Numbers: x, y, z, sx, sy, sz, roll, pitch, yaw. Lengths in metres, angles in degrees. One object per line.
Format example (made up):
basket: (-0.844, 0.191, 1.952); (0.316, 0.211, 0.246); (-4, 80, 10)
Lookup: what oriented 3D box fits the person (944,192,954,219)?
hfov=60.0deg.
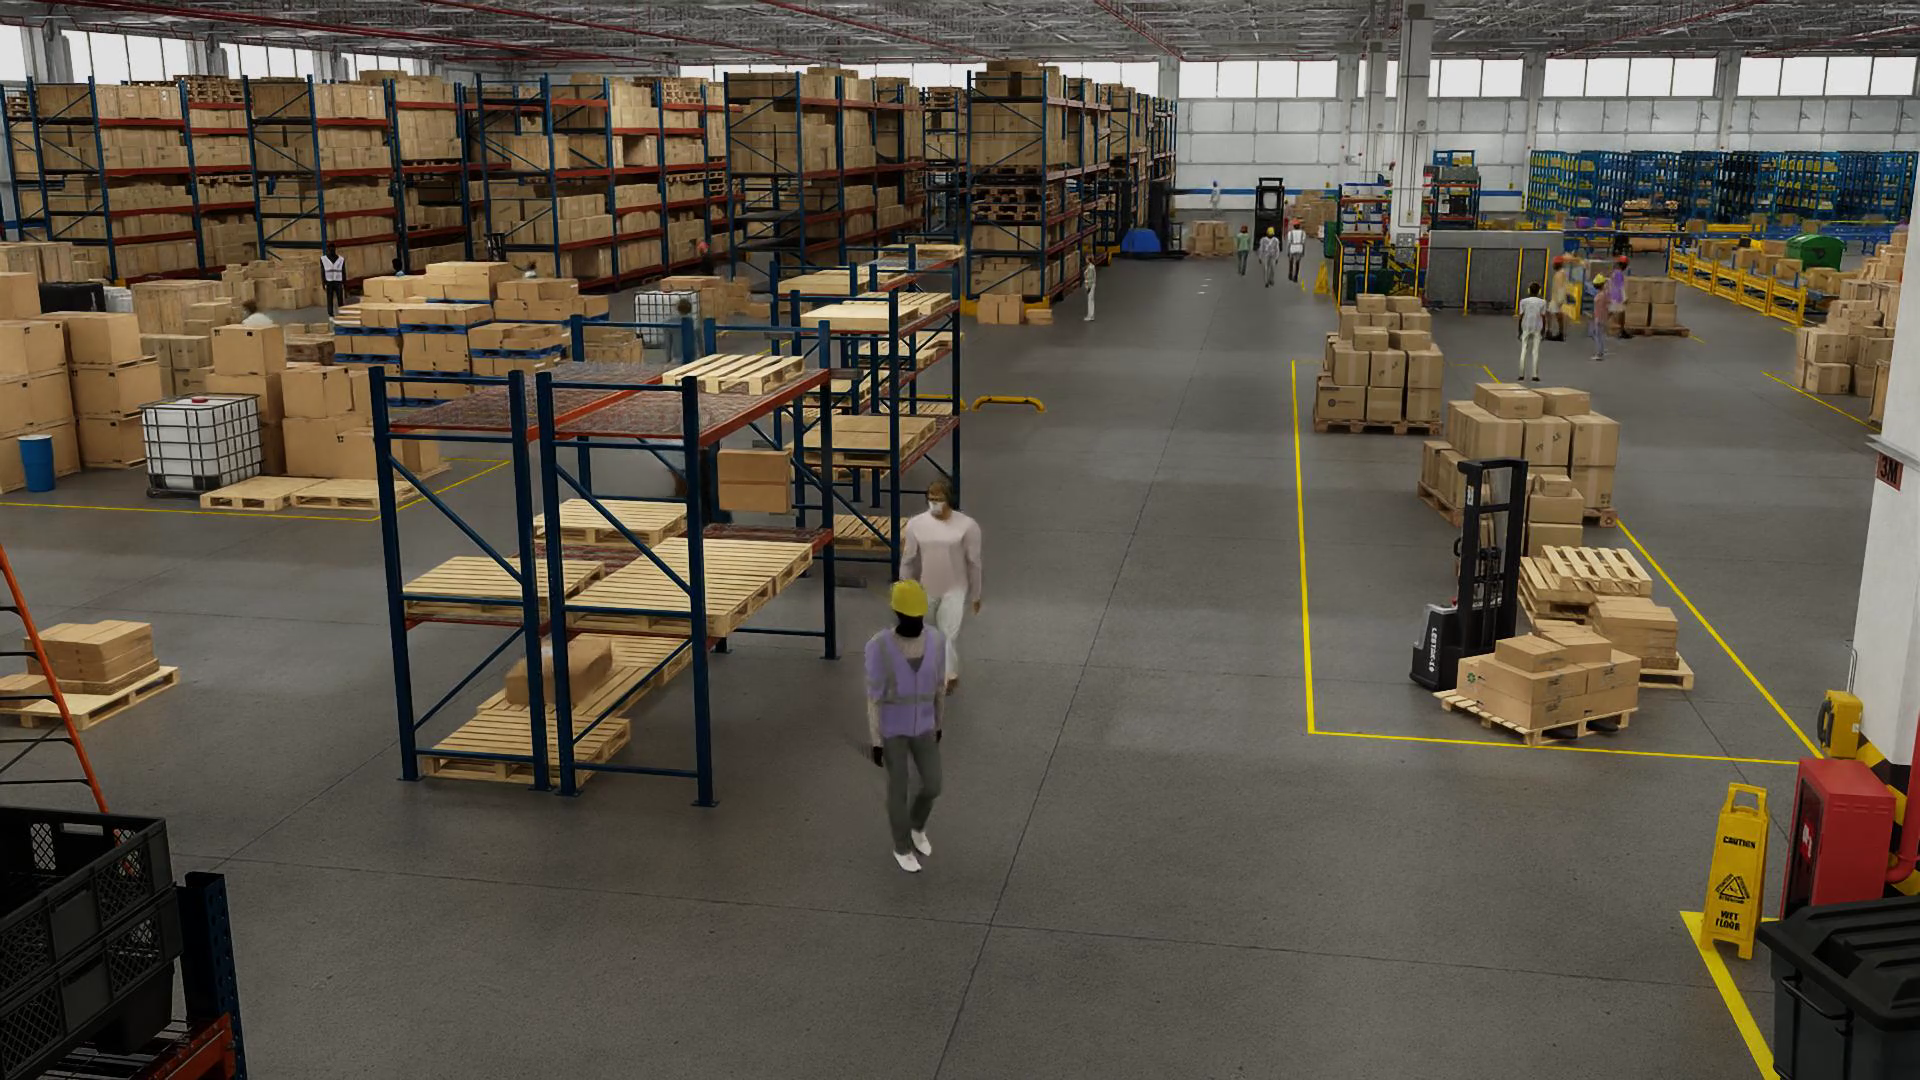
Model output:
person: (-0.587, -17.878, 88.112); (0.563, 1.748, 0.340); (2, 14, 9)

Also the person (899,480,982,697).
person: (-0.174, 0.446, 13.449); (0.654, 1.881, 1.035); (5, 15, 18)

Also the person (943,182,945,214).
person: (-0.765, -19.164, 93.247); (0.739, 1.800, 0.708); (11, 18, 37)

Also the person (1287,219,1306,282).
person: (10.479, -9.042, 51.923); (0.568, 1.896, 0.946); (1, 14, 4)

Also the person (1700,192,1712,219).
person: (36.162, -16.070, 80.674); (0.422, 1.804, 0.591); (0, 14, 1)

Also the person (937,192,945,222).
person: (-0.976, -17.175, 85.127); (0.413, 1.820, 0.611); (3, 14, 14)

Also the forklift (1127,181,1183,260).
forklift: (7.040, -11.593, 60.273); (1.873, 2.768, 1.129); (-2, 14, -10)

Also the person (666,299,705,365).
person: (-4.519, -3.053, 27.626); (0.647, 1.888, 0.995); (1, 14, 3)

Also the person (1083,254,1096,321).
person: (3.210, -6.241, 41.084); (0.309, 1.645, 0.515); (1, 14, 2)

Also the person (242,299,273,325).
person: (-11.741, -3.083, 27.804); (1.023, 1.871, 0.631); (4, 14, 14)

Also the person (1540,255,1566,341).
person: (13.206, -5.387, 37.058); (0.731, 1.909, 0.561); (6, 15, 24)

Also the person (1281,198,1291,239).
person: (14.055, -13.950, 72.159); (0.547, 1.741, 0.711); (-2, 14, -10)

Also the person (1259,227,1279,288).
person: (9.232, -8.442, 49.664); (0.604, 1.816, 0.441); (0, 14, 0)

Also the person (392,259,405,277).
person: (-13.089, -5.735, 38.932); (0.321, 1.693, 0.530); (-4, 15, -18)

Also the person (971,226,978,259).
person: (0.597, -11.034, 60.584); (0.485, 1.613, 0.538); (6, 15, 23)

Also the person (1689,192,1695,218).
person: (35.810, -16.312, 81.684); (0.595, 1.782, 0.989); (-4, 14, -15)

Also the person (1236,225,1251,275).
person: (9.221, -9.432, 54.115); (0.507, 1.613, 0.638); (1, 14, 4)

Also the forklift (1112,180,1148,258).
forklift: (6.082, -11.722, 60.796); (1.873, 2.768, 1.129); (2, 14, 9)

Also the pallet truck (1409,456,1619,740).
pallet truck: (4.504, 0.400, 13.395); (0.823, 1.965, 1.885); (-6, 15, -23)

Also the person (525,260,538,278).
person: (-10.222, -5.856, 39.597); (0.780, 1.608, 0.525); (-9, 16, -32)

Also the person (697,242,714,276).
person: (-6.191, -6.231, 40.342); (0.587, 1.977, 0.611); (-4, 14, -15)

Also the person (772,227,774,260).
person: (-6.587, -10.991, 60.025); (0.483, 1.820, 0.647); (2, 14, 8)

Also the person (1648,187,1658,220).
person: (33.317, -15.969, 79.900); (0.670, 1.976, 0.487); (-11, 17, -37)

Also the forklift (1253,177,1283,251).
forklift: (12.083, -12.747, 64.956); (1.129, 2.768, 1.873); (3, 14, 10)

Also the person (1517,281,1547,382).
person: (10.680, -3.891, 31.072); (0.514, 1.876, 0.328); (6, 15, 23)

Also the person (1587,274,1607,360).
person: (13.027, -4.542, 33.962); (0.372, 1.749, 0.543); (3, 14, 14)

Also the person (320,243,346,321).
person: (-15.453, -6.369, 41.065); (0.587, 1.911, 0.397); (-8, 16, -28)

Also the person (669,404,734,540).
person: (-2.592, -0.459, 16.793); (0.537, 2.000, 0.701); (7, 16, 28)

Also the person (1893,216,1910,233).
person: (30.869, -9.673, 54.506); (0.679, 1.885, 0.616); (5, 15, 18)

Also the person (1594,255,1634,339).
person: (14.719, -5.472, 37.462); (0.967, 1.898, 0.553); (3, 14, 14)

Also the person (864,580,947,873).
person: (-0.318, 1.167, 10.462); (0.593, 1.908, 0.407); (-7, 16, -27)

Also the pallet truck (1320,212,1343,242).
pallet truck: (15.874, -13.227, 70.310); (0.680, 1.201, 1.601); (10, 17, 35)

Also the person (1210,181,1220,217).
person: (13.741, -18.423, 89.952); (0.645, 1.926, 0.613); (-11, 18, -39)

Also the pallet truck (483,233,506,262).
pallet truck: (-11.832, -7.026, 43.548); (1.885, 1.965, 0.823); (8, 16, 28)
